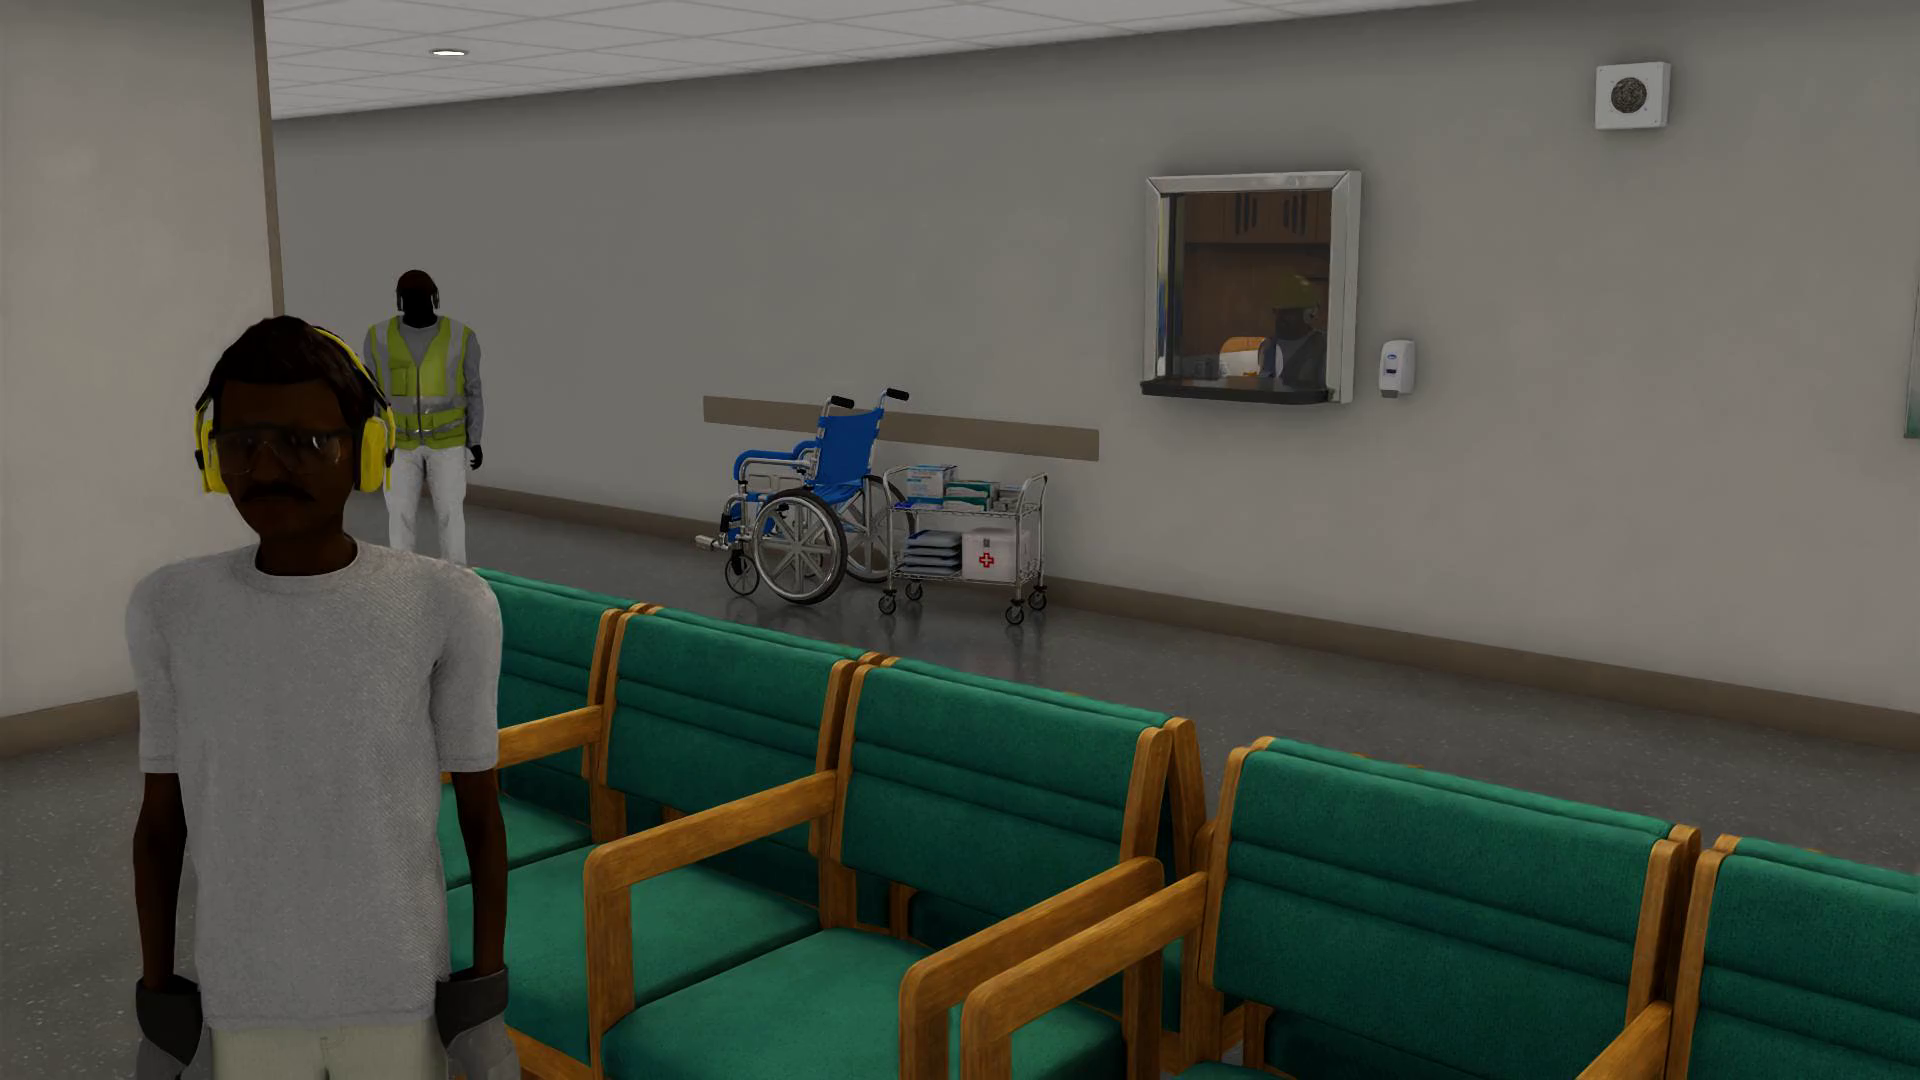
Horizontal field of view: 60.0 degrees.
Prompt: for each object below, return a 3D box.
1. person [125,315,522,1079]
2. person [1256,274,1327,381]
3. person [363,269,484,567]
[{"bbox_3d":[-0.858,0.640,2.247,0.513,1.875,0.328,-1,10,-7],"label":"person"},{"bbox_3d":[1.788,-0.504,8.915,0.404,1.823,0.591,-7,12,-34],"label":"person"},{"bbox_3d":[-2.908,-0.537,9.040,0.624,1.845,0.430,-2,10,-13],"label":"person"}]
